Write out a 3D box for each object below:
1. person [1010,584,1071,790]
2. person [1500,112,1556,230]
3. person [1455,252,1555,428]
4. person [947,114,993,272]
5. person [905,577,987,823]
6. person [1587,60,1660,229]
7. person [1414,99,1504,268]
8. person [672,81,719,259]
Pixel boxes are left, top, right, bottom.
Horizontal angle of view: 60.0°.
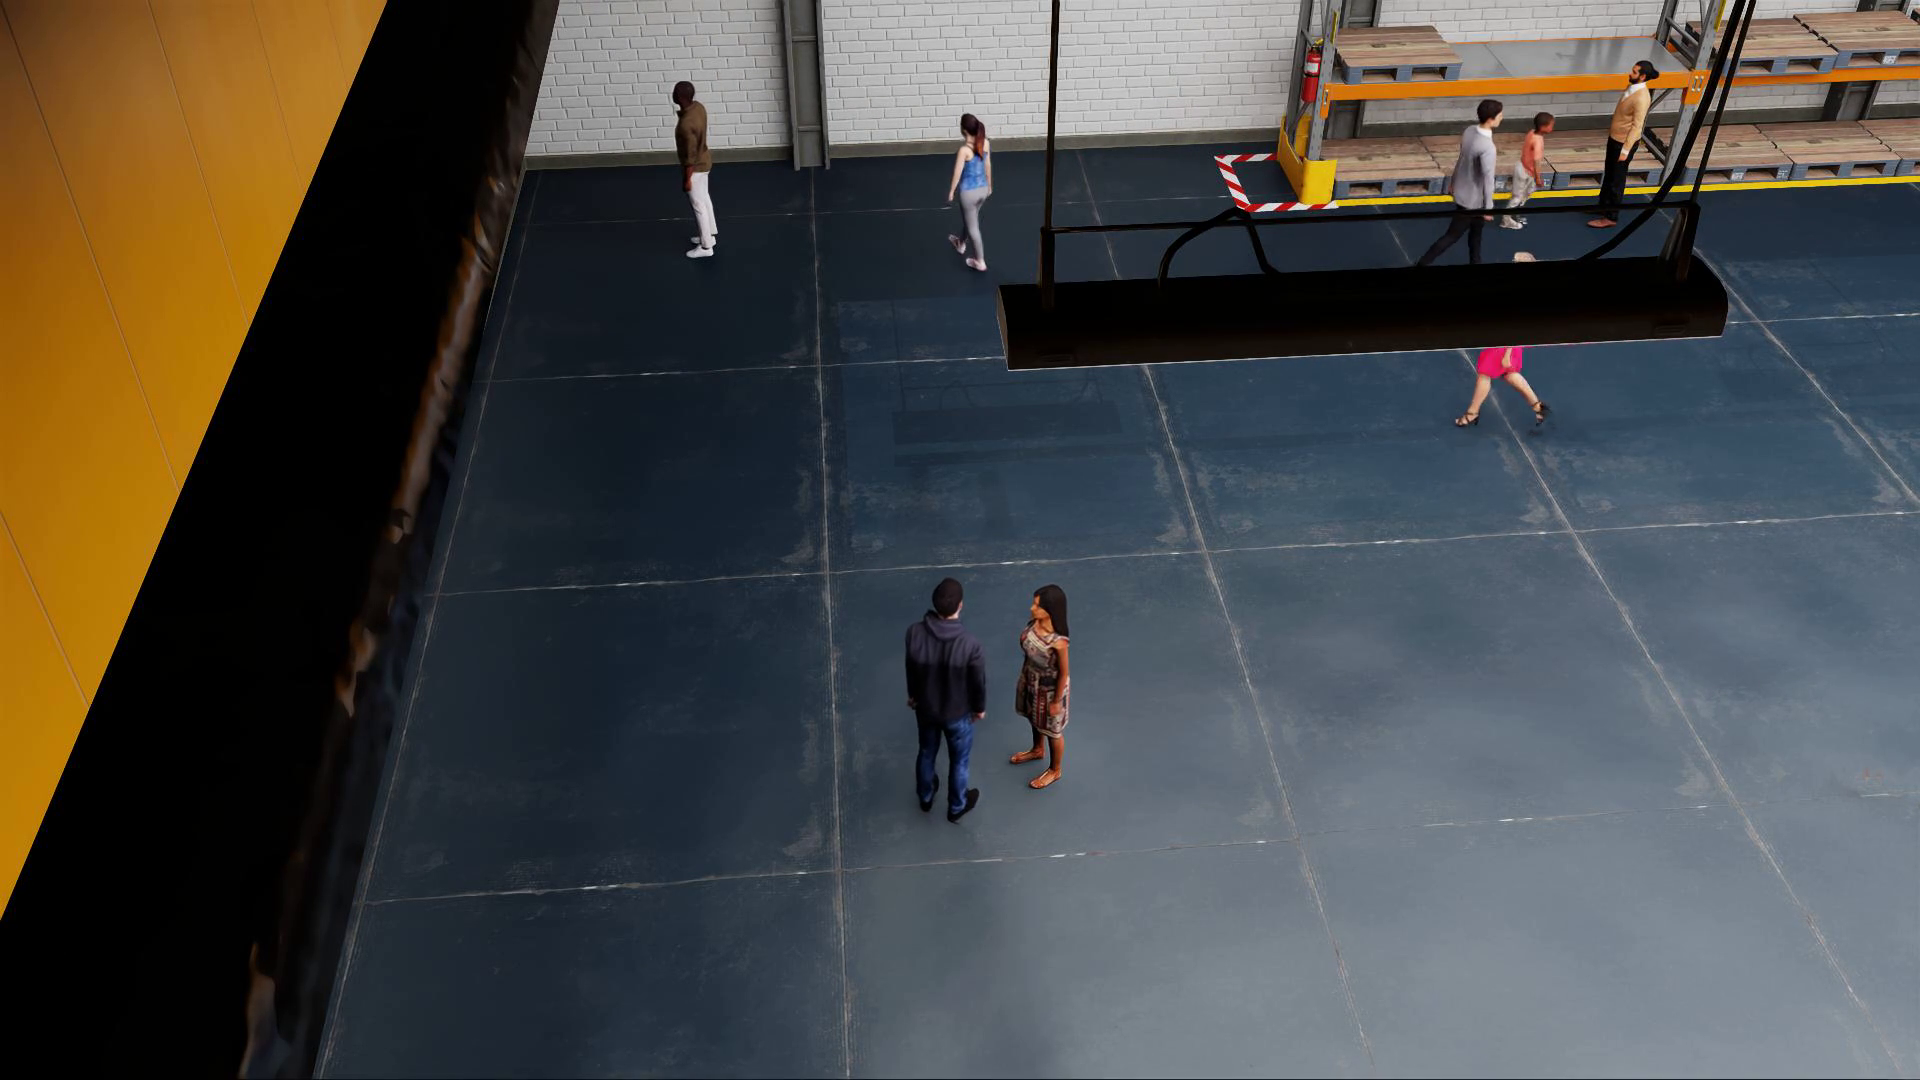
[{"bbox_3d":[0.562,0.929,10.839,0.658,1.645,0.715,-16,41,-19],"label":"person"},{"bbox_3d":[5.724,-3.782,17.017,0.614,1.297,0.578,6,39,8],"label":"person"},{"bbox_3d":[4.696,-1.628,13.999,1.084,1.698,0.860,14,41,17],"label":"person"},{"bbox_3d":[0.162,-3.375,16.272,0.904,1.592,0.936,-30,48,-32],"label":"person"},{"bbox_3d":[-0.098,1.044,10.501,0.673,1.888,0.815,12,40,14],"label":"person"},{"bbox_3d":[6.780,-4.065,17.005,0.626,1.755,0.681,1,39,2],"label":"person"},{"bbox_3d":[4.782,-3.290,15.916,1.206,1.903,0.756,-1,39,-2],"label":"person"},{"bbox_3d":[-2.621,-3.687,16.476,0.642,1.825,0.760,4,39,4],"label":"person"}]
